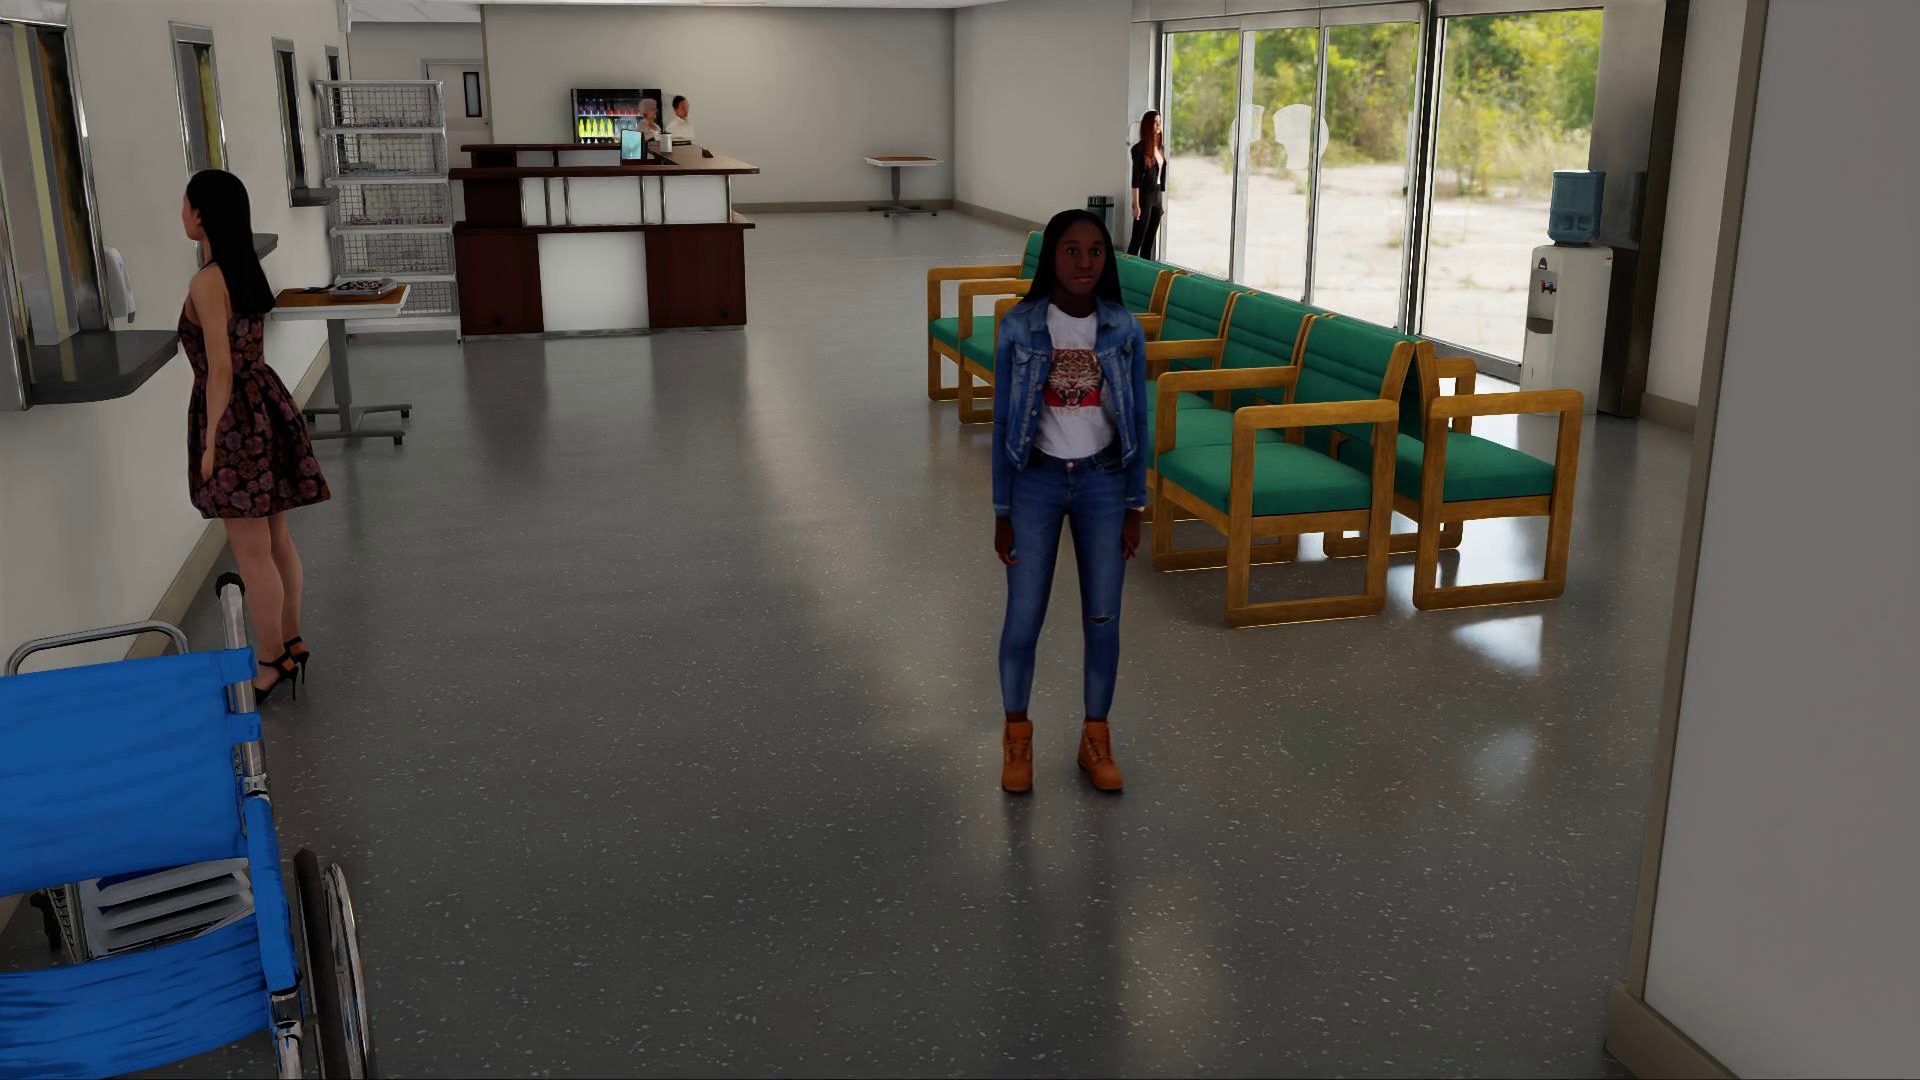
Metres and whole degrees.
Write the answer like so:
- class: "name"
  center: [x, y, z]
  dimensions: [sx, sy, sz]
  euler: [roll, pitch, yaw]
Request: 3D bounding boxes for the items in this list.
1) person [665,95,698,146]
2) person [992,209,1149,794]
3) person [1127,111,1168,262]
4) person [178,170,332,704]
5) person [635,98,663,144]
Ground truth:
- class: "person"
  center: [-3.359, -4.417, 19.990]
  dimensions: [0.875, 1.798, 0.828]
  euler: [5, 17, 17]
- class: "person"
  center: [0.309, -0.097, 4.834]
  dimensions: [0.545, 1.708, 0.704]
  euler: [-1, 16, -2]
- class: "person"
  center: [1.808, -3.277, 16.108]
  dimensions: [0.749, 1.711, 0.641]
  euler: [14, 21, 41]
- class: "person"
  center: [-2.386, -0.329, 5.536]
  dimensions: [0.745, 1.775, 0.731]
  euler: [0, 16, -1]
- class: "person"
  center: [-3.879, -4.555, 20.588]
  dimensions: [1.012, 1.739, 0.920]
  euler: [7, 17, 23]
